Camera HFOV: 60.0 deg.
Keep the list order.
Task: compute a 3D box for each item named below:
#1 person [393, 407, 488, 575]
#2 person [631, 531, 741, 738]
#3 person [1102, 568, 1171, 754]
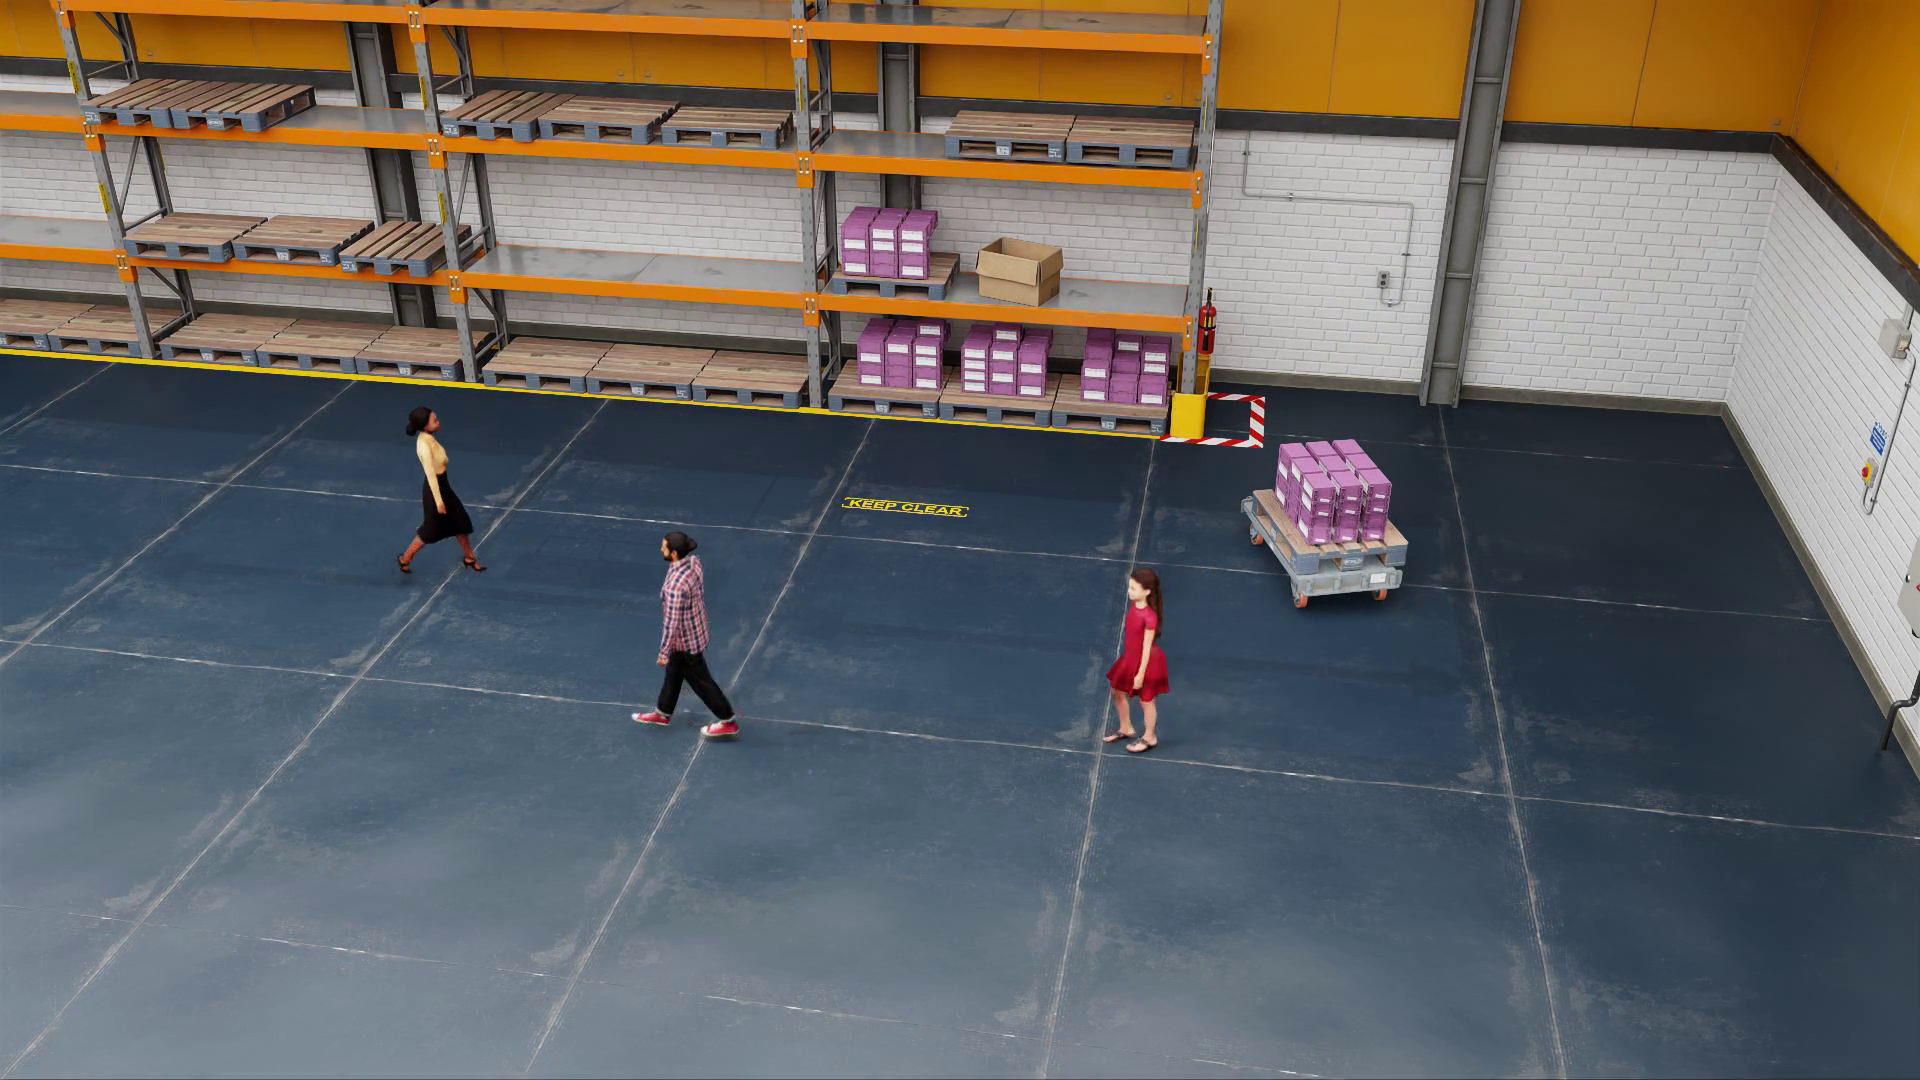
[{"bbox_3d":[-4.619,-0.362,14.446,1.084,1.621,0.809,-5,29,-9],"label":"person"},{"bbox_3d":[-1.956,0.738,12.327,1.112,1.719,0.790,2,29,3],"label":"person"},{"bbox_3d":[1.408,0.879,12.254,0.758,1.541,0.694,-12,31,-20],"label":"person"}]
